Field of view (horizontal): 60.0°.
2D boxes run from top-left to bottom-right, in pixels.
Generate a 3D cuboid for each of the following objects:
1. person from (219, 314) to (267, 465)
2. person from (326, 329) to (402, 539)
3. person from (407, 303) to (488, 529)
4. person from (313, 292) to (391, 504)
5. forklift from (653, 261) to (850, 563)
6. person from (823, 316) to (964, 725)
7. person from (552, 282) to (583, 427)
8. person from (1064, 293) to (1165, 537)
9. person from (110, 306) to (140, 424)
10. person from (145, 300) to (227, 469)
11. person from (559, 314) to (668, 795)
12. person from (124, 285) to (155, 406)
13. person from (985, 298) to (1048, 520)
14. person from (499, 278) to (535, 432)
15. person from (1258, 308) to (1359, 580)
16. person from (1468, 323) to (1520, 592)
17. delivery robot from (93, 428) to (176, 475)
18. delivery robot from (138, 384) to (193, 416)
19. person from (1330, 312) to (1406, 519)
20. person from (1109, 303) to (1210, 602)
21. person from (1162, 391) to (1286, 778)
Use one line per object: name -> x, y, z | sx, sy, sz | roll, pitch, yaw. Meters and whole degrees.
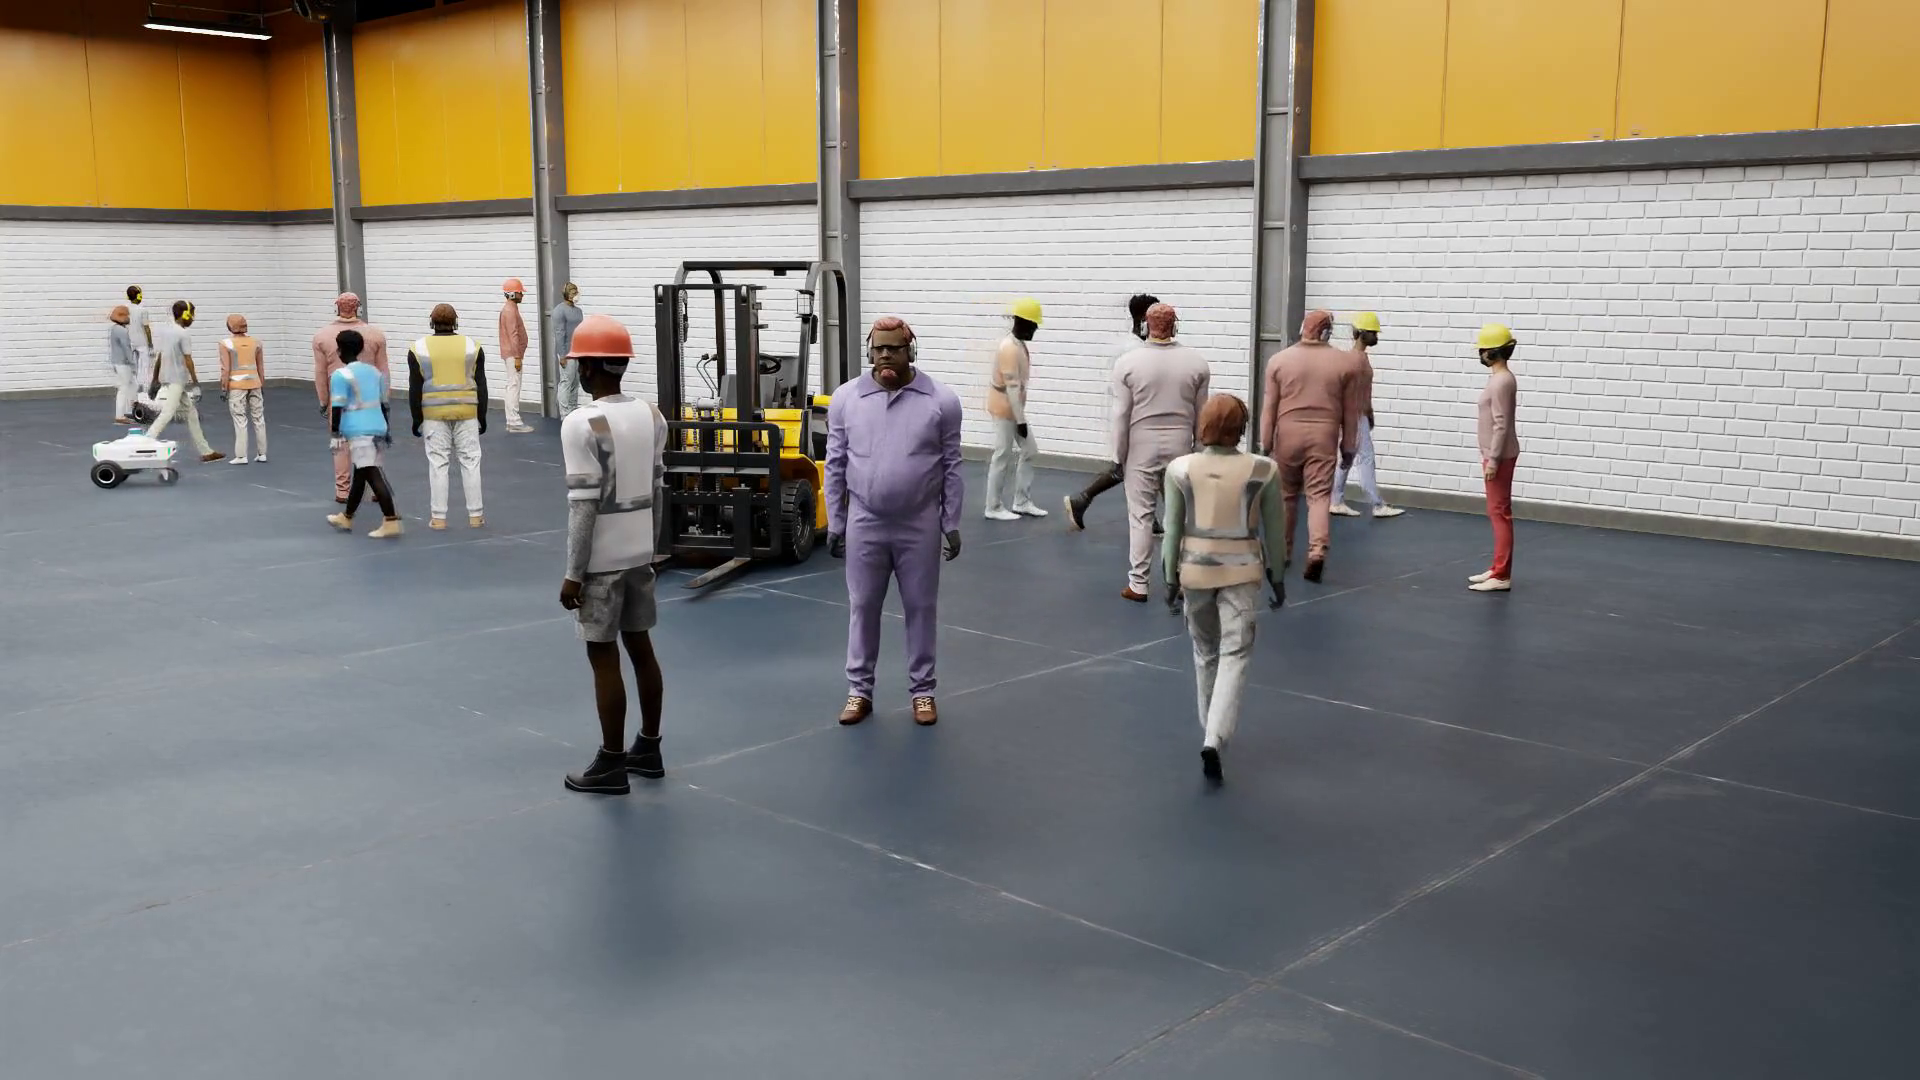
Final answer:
person -> -7.778, -1.633, 18.054 | 0.312, 1.638, 0.512 | 6, 11, 35
person -> -4.777, -0.840, 13.163 | 0.878, 1.630, 0.590 | 3, 10, 18
person -> -4.172, -1.005, 13.584 | 0.621, 1.845, 0.429 | -4, 10, -22
person -> -5.492, -1.280, 15.075 | 0.641, 1.908, 0.407 | -3, 10, -18
forklift -> -1.552, -1.040, 12.721 | 1.214, 2.155, 2.313 | 2, 9, 11
person -> -0.311, -0.080, 7.716 | 0.651, 1.906, 0.402 | 0, 9, 3
person -> -5.221, -2.483, 22.348 | 0.372, 1.940, 0.630 | 2, 10, 14
person -> 1.280, -0.969, 13.083 | 0.834, 1.937, 0.629 | 1, 9, 5
person -> -11.371, -2.386, 22.735 | 0.501, 1.615, 0.521 | -8, 12, -39
person -> -8.439, -1.682, 17.873 | 0.597, 1.802, 1.043 | 8, 12, 39
person -> -1.427, 0.061, 6.754 | 0.356, 1.936, 0.551 | 5, 10, 28
person -> -12.547, -2.952, 25.425 | 0.507, 1.874, 0.329 | 2, 9, 11
person -> 0.487, -1.077, 13.902 | 0.667, 1.878, 0.631 | 2, 10, 13
person -> -5.788, -2.394, 21.634 | 0.380, 1.995, 0.611 | -4, 10, -21
person -> 2.411, -0.673, 11.524 | 0.680, 1.859, 0.952 | 1, 9, 8
person -> 3.519, -0.540, 10.970 | 0.329, 1.765, 0.527 | 3, 10, 20
delivery robot -> -8.066, -0.848, 16.271 | 0.707, 0.478, 0.477 | -3, 10, -17
delivery robot -> -10.934, -1.928, 22.889 | 0.707, 0.478, 0.477 | 3, 10, 16
person -> 3.489, -1.048, 14.112 | 0.696, 1.741, 0.552 | 3, 10, 15
person -> 1.262, -0.555, 10.629 | 0.651, 1.906, 0.402 | -2, 9, -9
person -> 1.107, 0.176, 7.076 | 0.517, 1.613, 0.809 | 3, 10, 20
